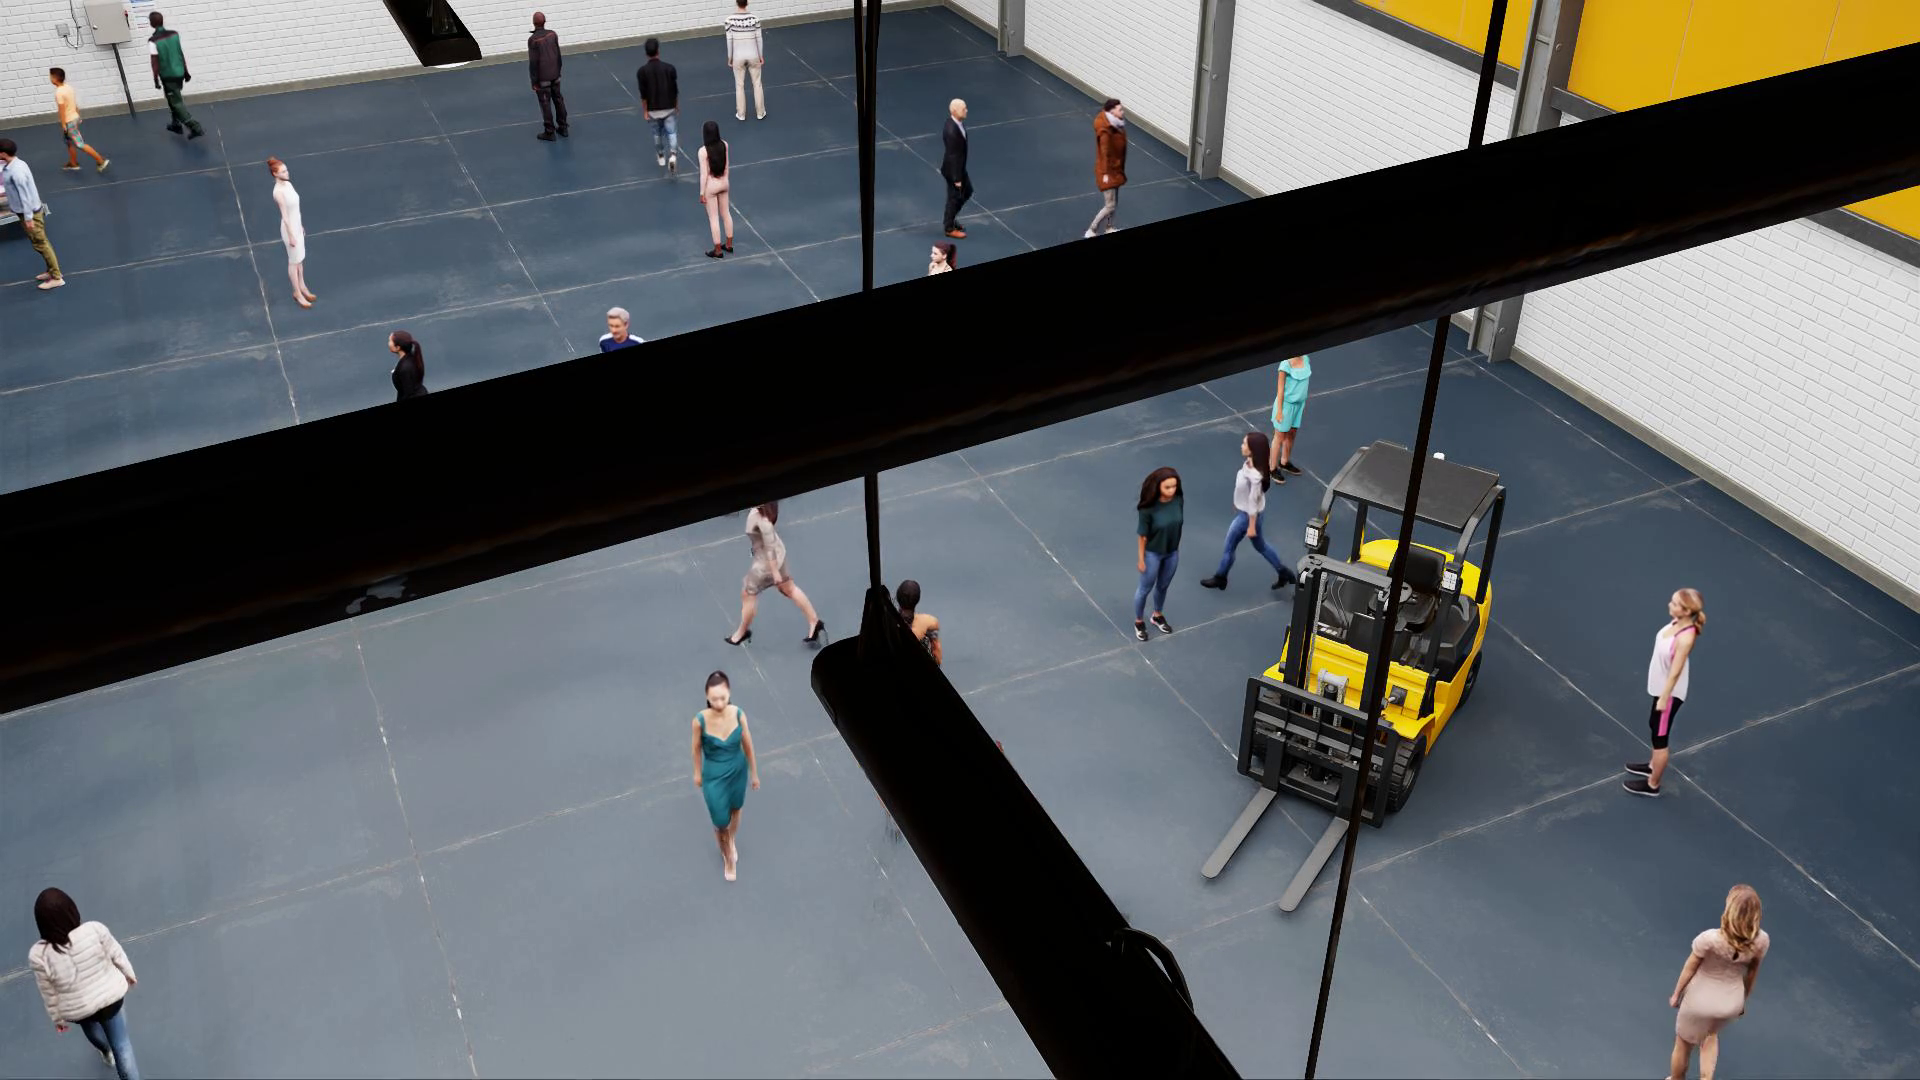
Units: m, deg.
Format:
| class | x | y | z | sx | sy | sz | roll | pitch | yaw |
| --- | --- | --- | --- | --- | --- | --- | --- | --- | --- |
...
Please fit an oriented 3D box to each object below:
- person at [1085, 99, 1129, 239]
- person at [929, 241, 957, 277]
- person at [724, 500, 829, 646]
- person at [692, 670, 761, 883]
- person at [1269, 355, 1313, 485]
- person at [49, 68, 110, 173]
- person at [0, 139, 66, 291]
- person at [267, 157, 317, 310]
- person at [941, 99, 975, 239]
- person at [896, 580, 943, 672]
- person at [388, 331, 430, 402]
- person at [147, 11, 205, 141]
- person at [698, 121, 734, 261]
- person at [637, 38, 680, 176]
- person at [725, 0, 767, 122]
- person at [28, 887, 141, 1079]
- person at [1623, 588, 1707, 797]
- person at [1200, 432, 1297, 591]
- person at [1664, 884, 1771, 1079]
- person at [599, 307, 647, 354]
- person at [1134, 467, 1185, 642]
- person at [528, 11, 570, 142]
| class | x | y | z | sx | sy | sz | roll | pitch | yaw |
| --- | --- | --- | --- | --- | --- | --- | --- | --- | --- |
| person | 1.816 | -4.568 | 20.655 | 0.948 | 1.836 | 0.878 | 7 | 34 | 11 |
| person | -0.197 | -2.422 | 17.630 | 0.665 | 1.610 | 0.536 | -22 | 40 | -30 |
| person | -1.474 | 0.189 | 13.617 | 0.999 | 1.705 | 1.120 | 1 | 34 | 2 |
| person | -1.645 | 1.580 | 11.554 | 0.603 | 1.671 | 0.647 | -12 | 35 | -17 |
| person | 3.173 | -1.308 | 16.001 | 0.599 | 1.558 | 0.609 | -24 | 41 | -32 |
| person | -12.118 | -5.729 | 22.757 | 0.846 | 1.442 | 0.961 | -1 | 34 | -2 |
| person | -10.969 | -3.864 | 19.619 | 0.724 | 1.810 | 0.481 | -15 | 36 | -21 |
| person | -7.693 | -3.541 | 19.148 | 0.705 | 1.793 | 0.561 | -1 | 34 | -2 |
| person | -0.140 | -4.657 | 20.833 | 0.874 | 1.788 | 0.778 | 6 | 34 | 9 |
| person | -0.362 | 1.098 | 12.154 | 0.765 | 1.810 | 0.827 | 4 | 34 | 5 |
| person | -5.149 | -1.240 | 15.806 | 0.744 | 1.661 | 0.634 | 1 | 34 | 1 |
| person | -11.196 | -6.585 | 23.713 | 1.211 | 1.810 | 1.109 | 14 | 36 | 20 |
| person | -2.985 | -4.296 | 20.349 | 0.689 | 1.721 | 0.696 | 24 | 40 | 31 |
| person | -4.071 | -5.879 | 22.671 | 0.859 | 1.787 | 1.159 | -6 | 34 | -9 |
| person | -3.150 | -7.111 | 24.458 | 0.738 | 1.862 | 0.666 | -5 | 34 | -8 |
| person | -5.127 | 2.756 | 9.848 | 0.738 | 1.603 | 1.104 | -19 | 38 | -27 |
| person | 5.201 | 1.102 | 12.170 | 0.736 | 1.785 | 0.673 | 11 | 35 | 16 |
| person | 2.577 | -0.197 | 14.293 | 1.079 | 1.599 | 1.080 | 8 | 34 | 11 |
| person | 4.385 | 2.753 | 9.653 | 0.745 | 1.823 | 0.826 | 2 | 34 | 3 |
| person | -3.156 | -1.430 | 15.950 | 0.985 | 1.818 | 1.127 | 6 | 34 | 8 |
| person | 1.660 | 0.092 | 13.843 | 0.584 | 1.615 | 0.572 | -15 | 37 | -22 |
| person | -5.904 | -6.648 | 23.794 | 0.762 | 1.825 | 0.785 | 25 | 41 | 33 |
